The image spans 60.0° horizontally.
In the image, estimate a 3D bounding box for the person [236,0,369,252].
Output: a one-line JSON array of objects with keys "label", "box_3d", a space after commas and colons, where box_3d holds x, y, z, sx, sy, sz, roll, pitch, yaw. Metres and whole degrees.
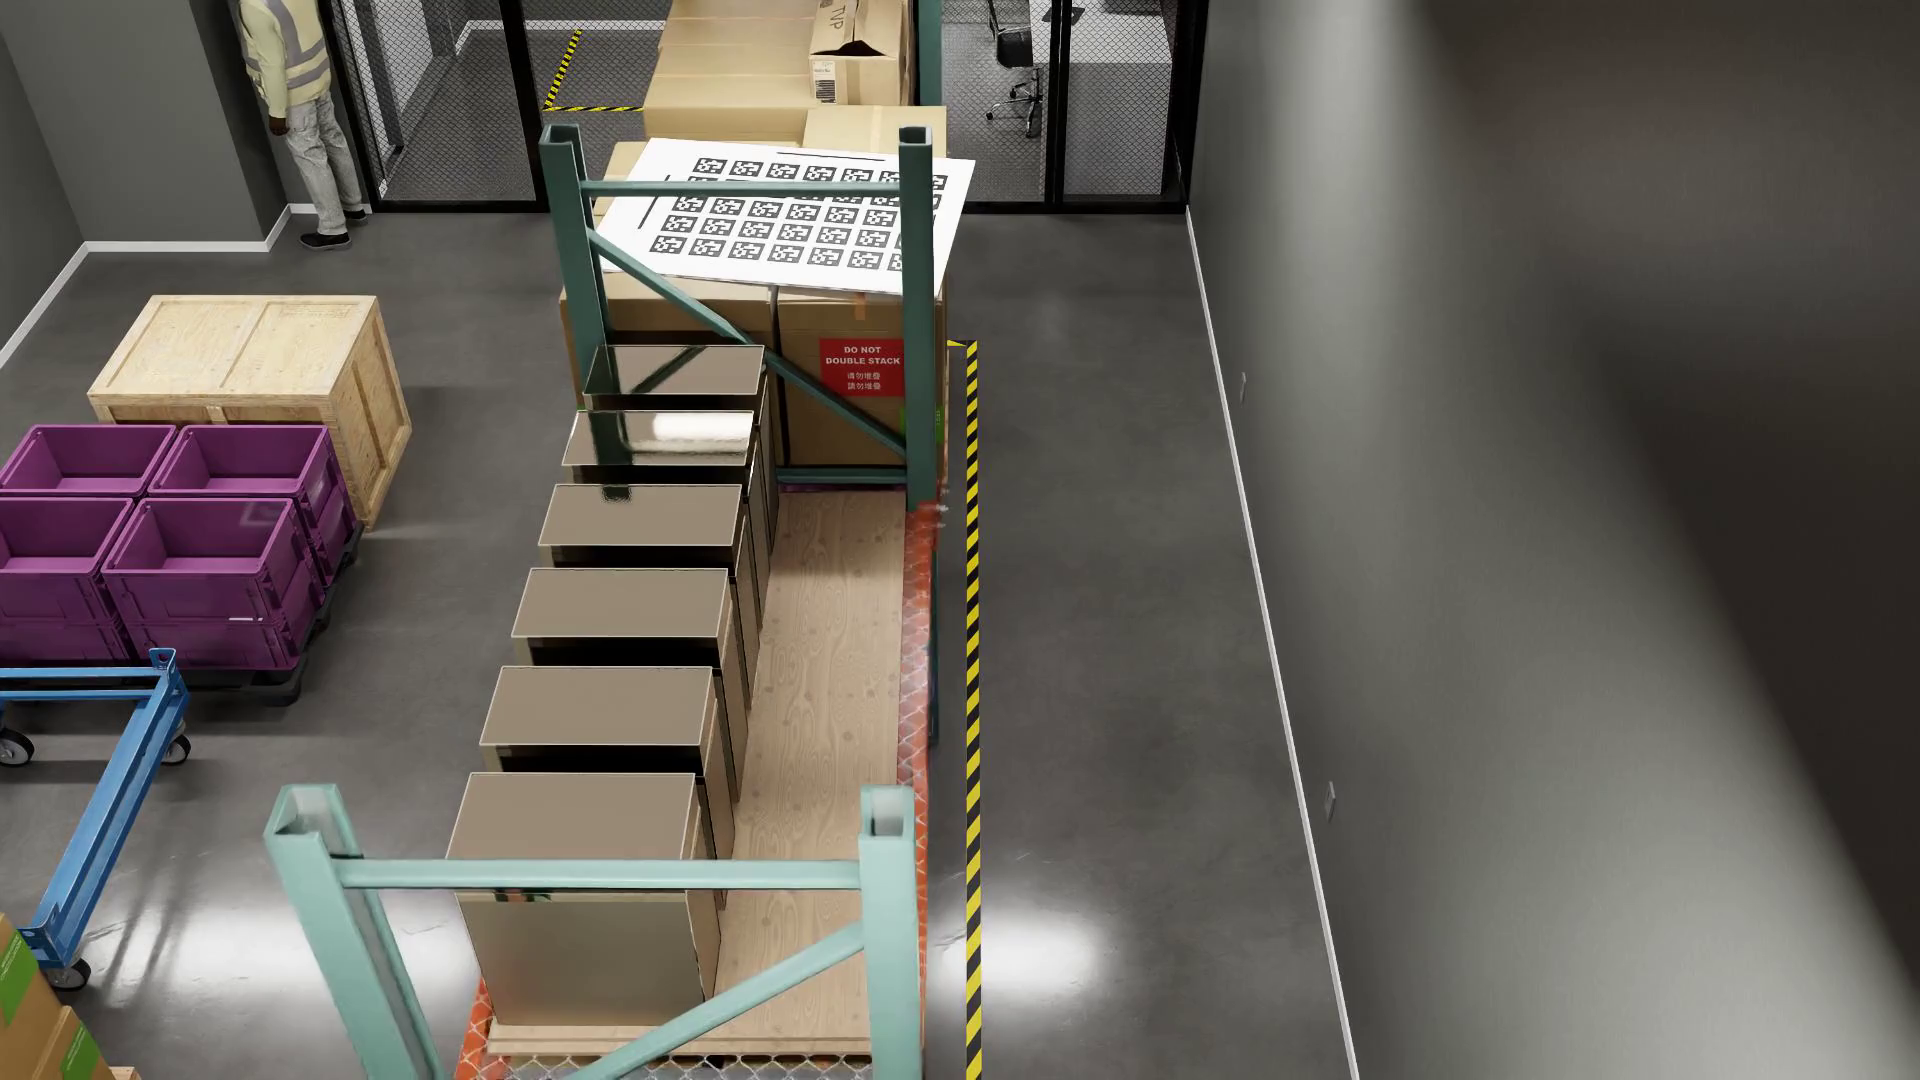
[{"label": "person", "box_3d": [-3.488, -2.391, 8.698, 0.404, 1.830, 0.600, 5, 41, 6]}]
